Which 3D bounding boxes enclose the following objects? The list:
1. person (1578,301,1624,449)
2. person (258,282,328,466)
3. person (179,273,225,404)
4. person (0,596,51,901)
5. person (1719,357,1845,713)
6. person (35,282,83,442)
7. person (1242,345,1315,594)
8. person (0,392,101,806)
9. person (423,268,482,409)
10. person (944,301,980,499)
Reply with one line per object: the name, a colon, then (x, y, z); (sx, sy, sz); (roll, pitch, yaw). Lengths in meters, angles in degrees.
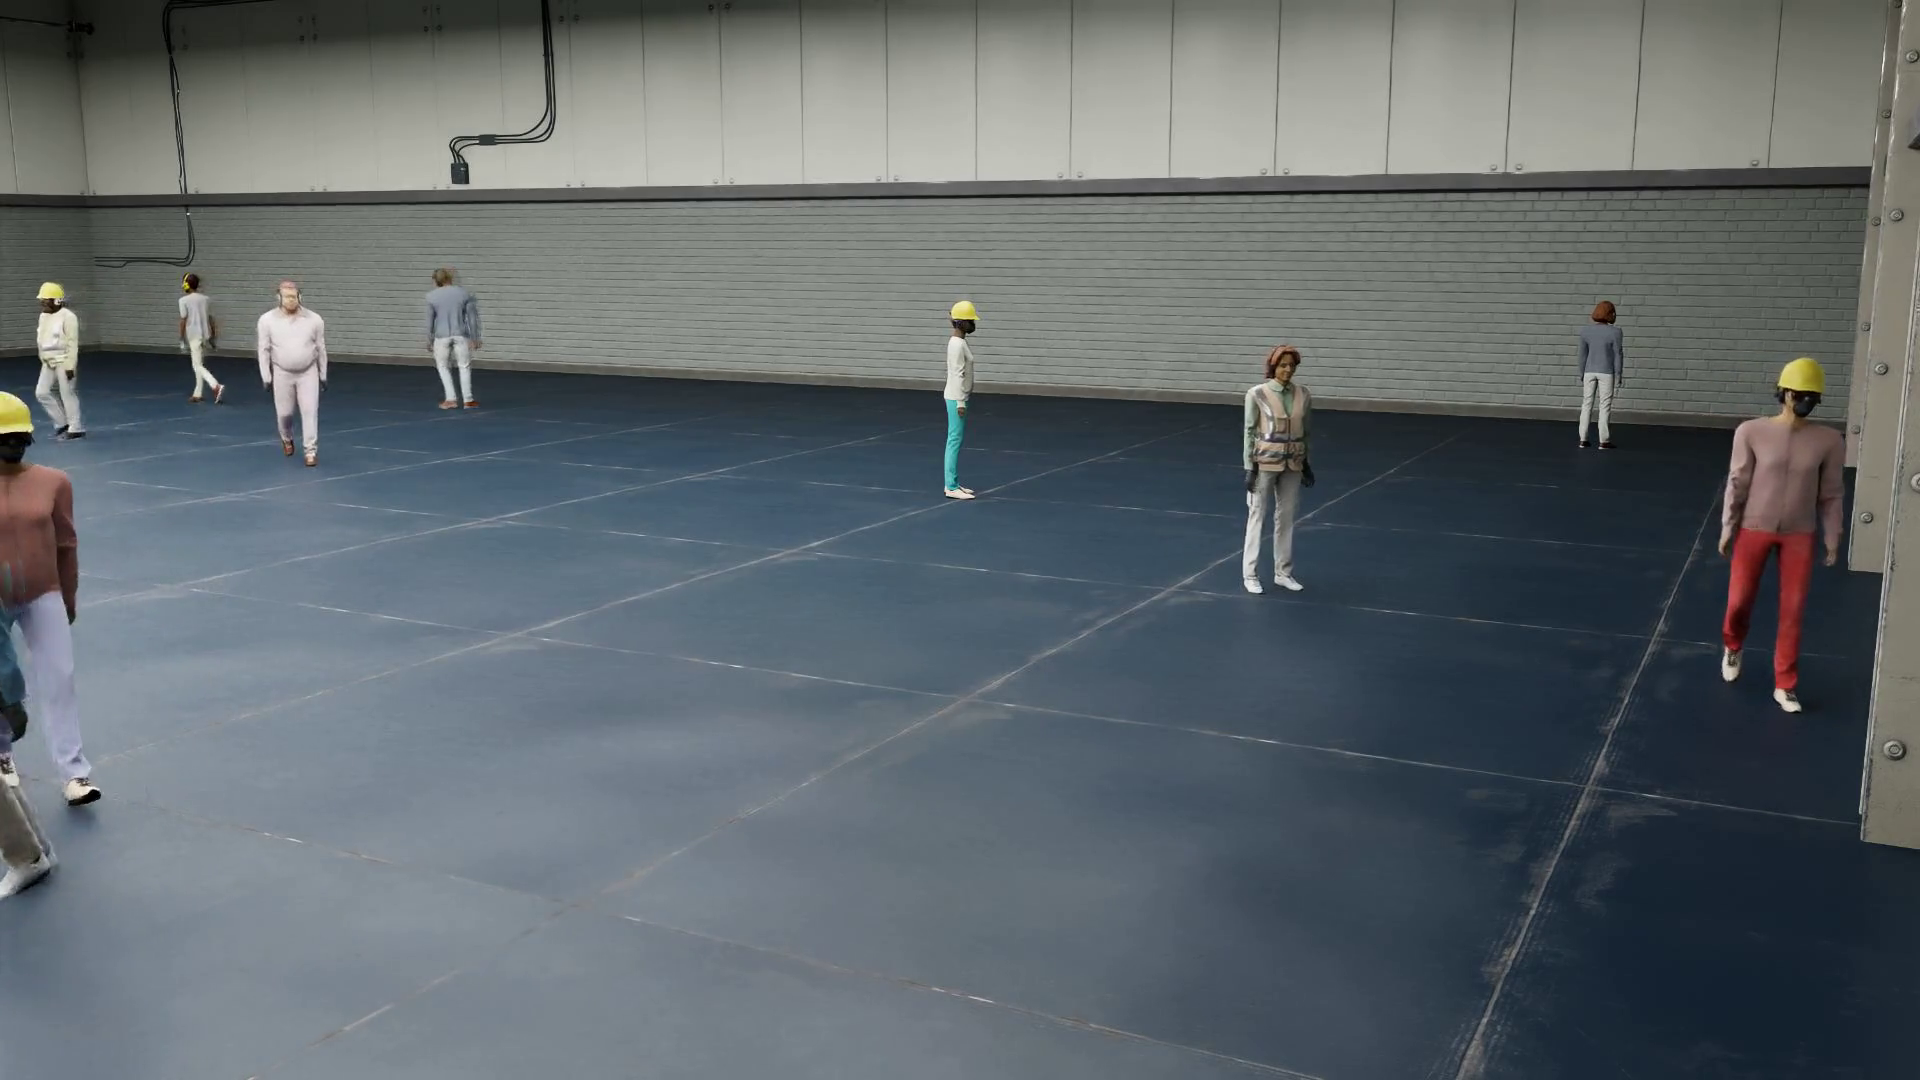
person: (7.078, -1.820, 18.381); (0.276, 1.633, 0.507); (-9, 14, -41)
person: (-6.867, -1.718, 17.158); (0.652, 1.887, 0.709); (-4, 11, -23)
person: (-10.606, -2.808, 23.240); (0.825, 1.840, 0.521); (5, 12, 27)
person: (-3.437, 0.548, 5.596); (0.535, 1.590, 0.871); (3, 11, 17)
person: (4.113, -0.043, 8.345); (0.569, 1.754, 0.548); (2, 11, 13)
person: (-10.300, -2.019, 18.957); (0.625, 1.813, 0.472); (6, 12, 30)
person: (2.094, -0.462, 10.974); (0.535, 1.637, 0.311); (-4, 11, -21)
person: (-3.894, 0.250, 6.879); (0.528, 1.715, 0.943); (-9, 14, -42)
person: (-6.870, -2.724, 22.578); (0.736, 1.908, 0.352); (-5, 11, -24)
person: (0.018, -1.254, 14.931); (0.327, 1.767, 0.533); (0, 10, 0)
